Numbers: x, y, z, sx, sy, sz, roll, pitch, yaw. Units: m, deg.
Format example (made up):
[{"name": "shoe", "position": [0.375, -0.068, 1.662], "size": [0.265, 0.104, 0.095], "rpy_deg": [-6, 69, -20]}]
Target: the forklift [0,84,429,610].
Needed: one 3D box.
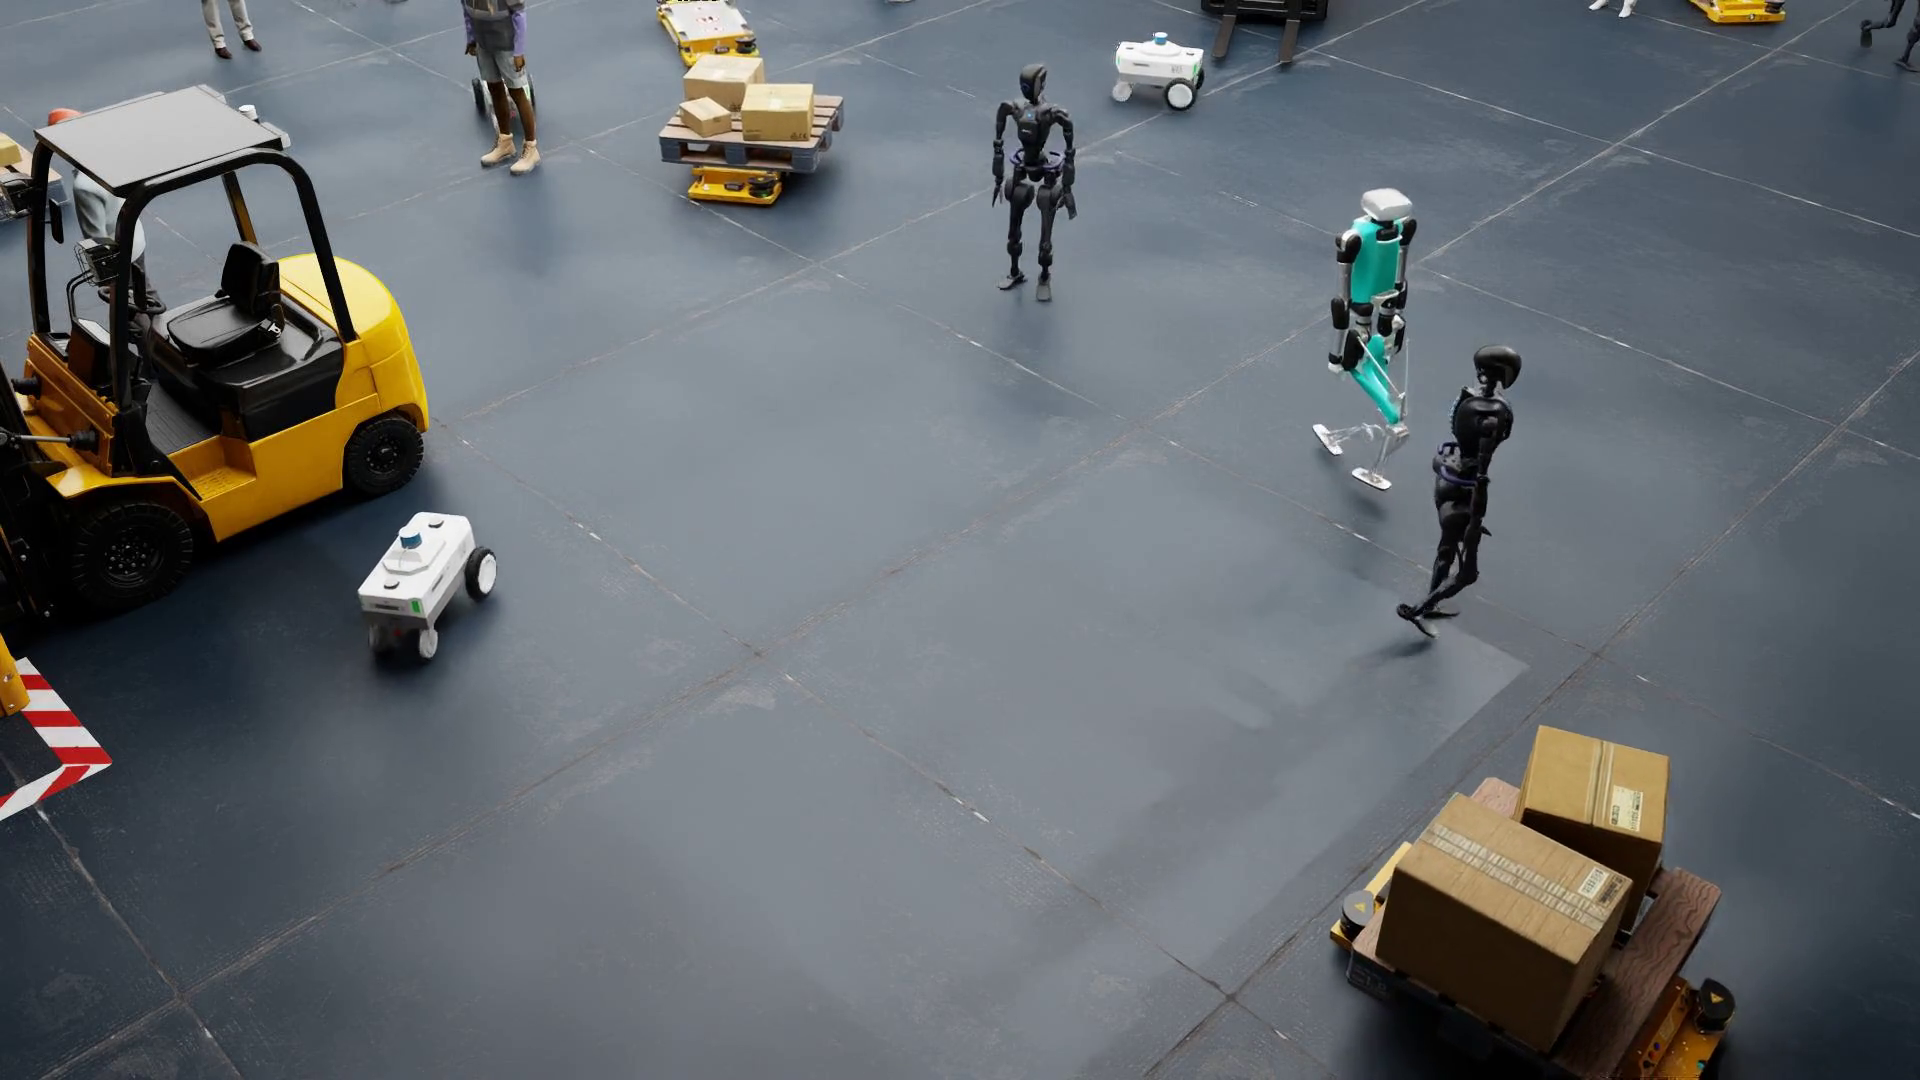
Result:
[{"name": "forklift", "position": [-4.145, -1.093, 8.856], "size": [2.313, 2.155, 1.214], "rpy_deg": [-31, 47, -34]}]

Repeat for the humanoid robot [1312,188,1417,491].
[{"name": "humanoid robot", "position": [2.332, -1.024, 9.133], "size": [0.552, 1.759, 0.928], "rpy_deg": [-23, 42, -27]}]

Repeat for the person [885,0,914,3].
[{"name": "person", "position": [-0.666, -6.109, 15.781], "size": [0.360, 1.938, 0.634], "rpy_deg": [-14, 39, -18]}]

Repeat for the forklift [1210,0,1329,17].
[{"name": "forklift", "position": [3.106, -6.400, 15.960], "size": [1.214, 2.155, 2.313], "rpy_deg": [8, 37, 10]}]

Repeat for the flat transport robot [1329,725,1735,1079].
[{"name": "flat transport robot", "position": [2.280, 1.726, 6.686], "size": [1.431, 0.231, 0.659], "rpy_deg": [27, 44, 31]}]

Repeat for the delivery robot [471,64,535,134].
[{"name": "delivery robot", "position": [-3.778, -3.749, 13.793], "size": [0.499, 0.614, 0.791], "rpy_deg": [-12, 39, -16]}]

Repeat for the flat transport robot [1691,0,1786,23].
[{"name": "flat transport robot", "position": [7.373, -5.359, 16.171], "size": [0.659, 0.231, 1.431], "rpy_deg": [-3, 37, -4]}]

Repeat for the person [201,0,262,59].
[{"name": "person", "position": [-6.591, -5.159, 14.649], "size": [0.389, 1.778, 0.535], "rpy_deg": [27, 44, 31]}]

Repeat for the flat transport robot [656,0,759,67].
[{"name": "flat transport robot", "position": [-2.338, -4.710, 15.301], "size": [0.659, 0.231, 1.431], "rpy_deg": [-12, 38, -15]}]

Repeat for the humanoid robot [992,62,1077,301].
[{"name": "humanoid robot", "position": [0.509, -2.378, 11.000], "size": [0.607, 1.643, 0.408], "rpy_deg": [12, 38, 16]}]

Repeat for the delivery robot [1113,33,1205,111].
[{"name": "delivery robot", "position": [1.700, -3.986, 14.103], "size": [0.809, 0.606, 0.499], "rpy_deg": [9, 38, 12]}]

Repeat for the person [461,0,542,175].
[{"name": "person", "position": [-3.523, -3.780, 12.576], "size": [0.605, 2.045, 0.376], "rpy_deg": [22, 42, 27]}]

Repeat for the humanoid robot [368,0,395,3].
[{"name": "humanoid robot", "position": [-5.622, -5.898, 15.761], "size": [0.739, 1.907, 0.554], "rpy_deg": [-18, 40, -23]}]

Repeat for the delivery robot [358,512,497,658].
[{"name": "delivery robot", "position": [-2.752, 0.185, 8.525], "size": [0.499, 0.612, 0.801], "rpy_deg": [6, 37, 8]}]

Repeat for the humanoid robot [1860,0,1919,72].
[{"name": "humanoid robot", "position": [8.356, -4.985, 14.518], "size": [0.615, 1.630, 0.674], "rpy_deg": [-5, 37, -7]}]

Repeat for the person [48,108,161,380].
[{"name": "person", "position": [-5.190, -1.802, 10.184], "size": [0.350, 1.735, 0.568], "rpy_deg": [-3, 37, -5]}]

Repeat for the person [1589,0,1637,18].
[{"name": "person", "position": [6.278, -5.733, 15.533], "size": [0.517, 1.633, 0.316], "rpy_deg": [30, 46, 34]}]

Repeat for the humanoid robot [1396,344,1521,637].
[{"name": "humanoid robot", "position": [2.438, -0.255, 8.171], "size": [0.394, 1.649, 0.595], "rpy_deg": [5, 37, 6]}]

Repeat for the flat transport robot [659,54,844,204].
[{"name": "flat transport robot", "position": [-1.600, -3.025, 13.045], "size": [0.659, 0.231, 1.431], "rpy_deg": [6, 37, 8]}]
